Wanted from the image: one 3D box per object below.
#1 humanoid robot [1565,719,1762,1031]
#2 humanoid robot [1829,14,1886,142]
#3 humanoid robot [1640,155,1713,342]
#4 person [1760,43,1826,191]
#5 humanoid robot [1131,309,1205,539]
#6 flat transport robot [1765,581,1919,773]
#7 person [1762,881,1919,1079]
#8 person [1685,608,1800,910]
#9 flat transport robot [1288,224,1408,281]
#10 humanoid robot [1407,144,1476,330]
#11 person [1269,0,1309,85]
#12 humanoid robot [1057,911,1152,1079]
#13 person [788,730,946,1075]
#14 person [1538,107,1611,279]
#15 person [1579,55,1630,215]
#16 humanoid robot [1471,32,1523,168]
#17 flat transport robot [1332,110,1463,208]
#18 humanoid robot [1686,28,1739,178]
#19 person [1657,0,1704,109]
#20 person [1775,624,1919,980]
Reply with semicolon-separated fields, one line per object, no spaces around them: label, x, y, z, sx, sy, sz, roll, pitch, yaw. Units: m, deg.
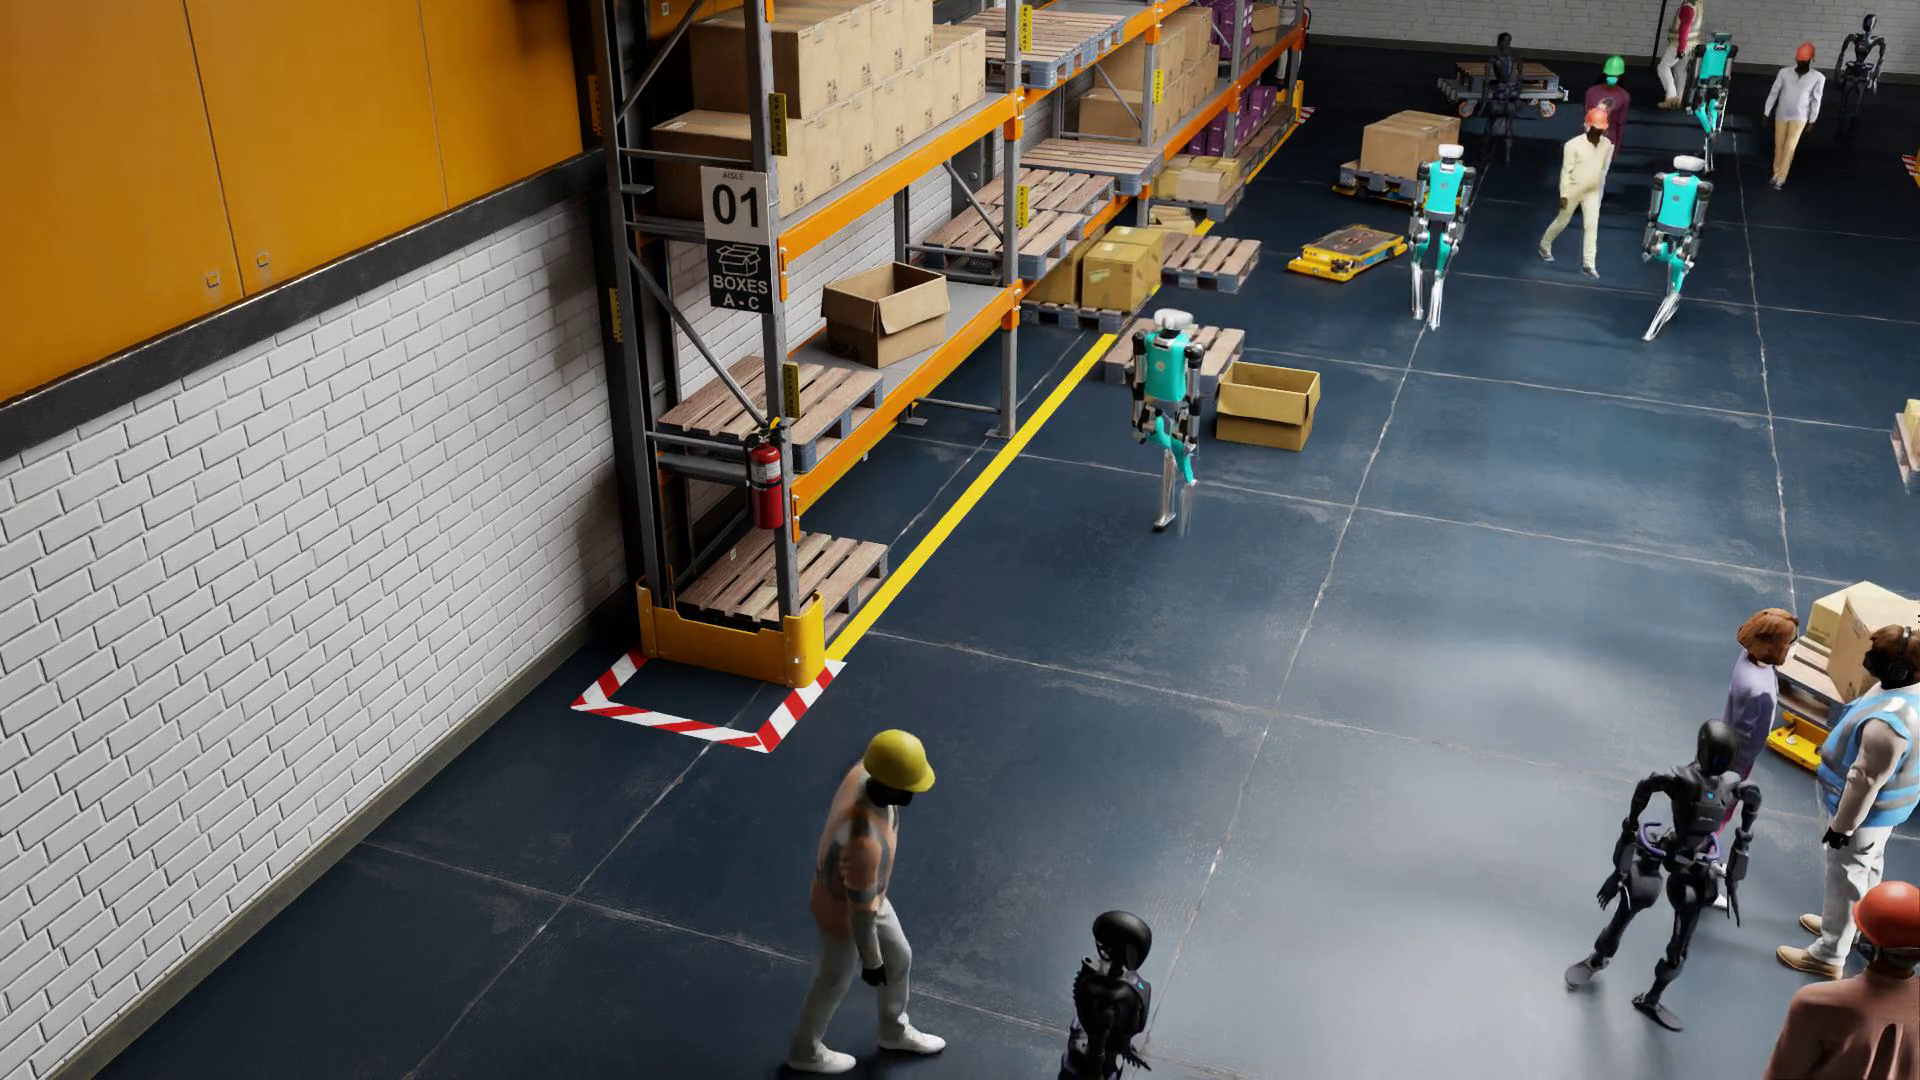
humanoid robot;3.162;1.448;7.411;0.602;1.648;0.466;3;27;6
humanoid robot;11.949;-6.165;22.175;0.590;1.638;0.502;19;33;32
humanoid robot;6.752;-2.767;15.567;0.536;1.772;1.027;23;35;37
person;9.984;-5.099;20.055;0.570;1.719;0.789;24;36;39
humanoid robot;1.547;-0.803;11.810;0.539;1.881;0.730;17;32;30
flat transport robot;5.419;1.074;9.668;1.431;0.231;0.659;-15;31;-27
person;3.132;2.050;5.908;0.619;1.986;0.397;3;27;6
person;3.851;1.053;8.216;0.271;1.632;0.508;13;30;24
flat transport robot;4.144;-3.063;17.691;0.659;0.231;1.431;21;34;35
humanoid robot;4.541;-2.912;15.827;0.554;1.801;0.784;8;28;16
person;5.013;-7.939;25.336;0.627;1.934;0.371;-11;29;-21
humanoid robot;0.528;2.036;6.274;0.421;1.644;0.588;7;28;13
person;-0.397;1.550;7.010;0.812;1.856;0.617;3;27;5
person;6.435;-3.653;17.261;0.563;1.708;0.880;-7;28;-13
person;7.167;-4.468;18.613;0.483;1.921;0.758;13;30;23
humanoid robot;6.857;-5.597;21.091;0.601;1.622;0.704;-9;29;-17
flat transport robot;5.248;-4.184;19.867;1.431;0.231;0.659;21;34;35
humanoid robot;9.384;-5.370;20.615;0.542;1.776;1.016;-3;27;-5
person;10.313;-7.088;23.809;0.464;1.826;0.630;19;33;32
person;4.184;1.204;7.714;0.431;1.838;0.624;22;35;36
